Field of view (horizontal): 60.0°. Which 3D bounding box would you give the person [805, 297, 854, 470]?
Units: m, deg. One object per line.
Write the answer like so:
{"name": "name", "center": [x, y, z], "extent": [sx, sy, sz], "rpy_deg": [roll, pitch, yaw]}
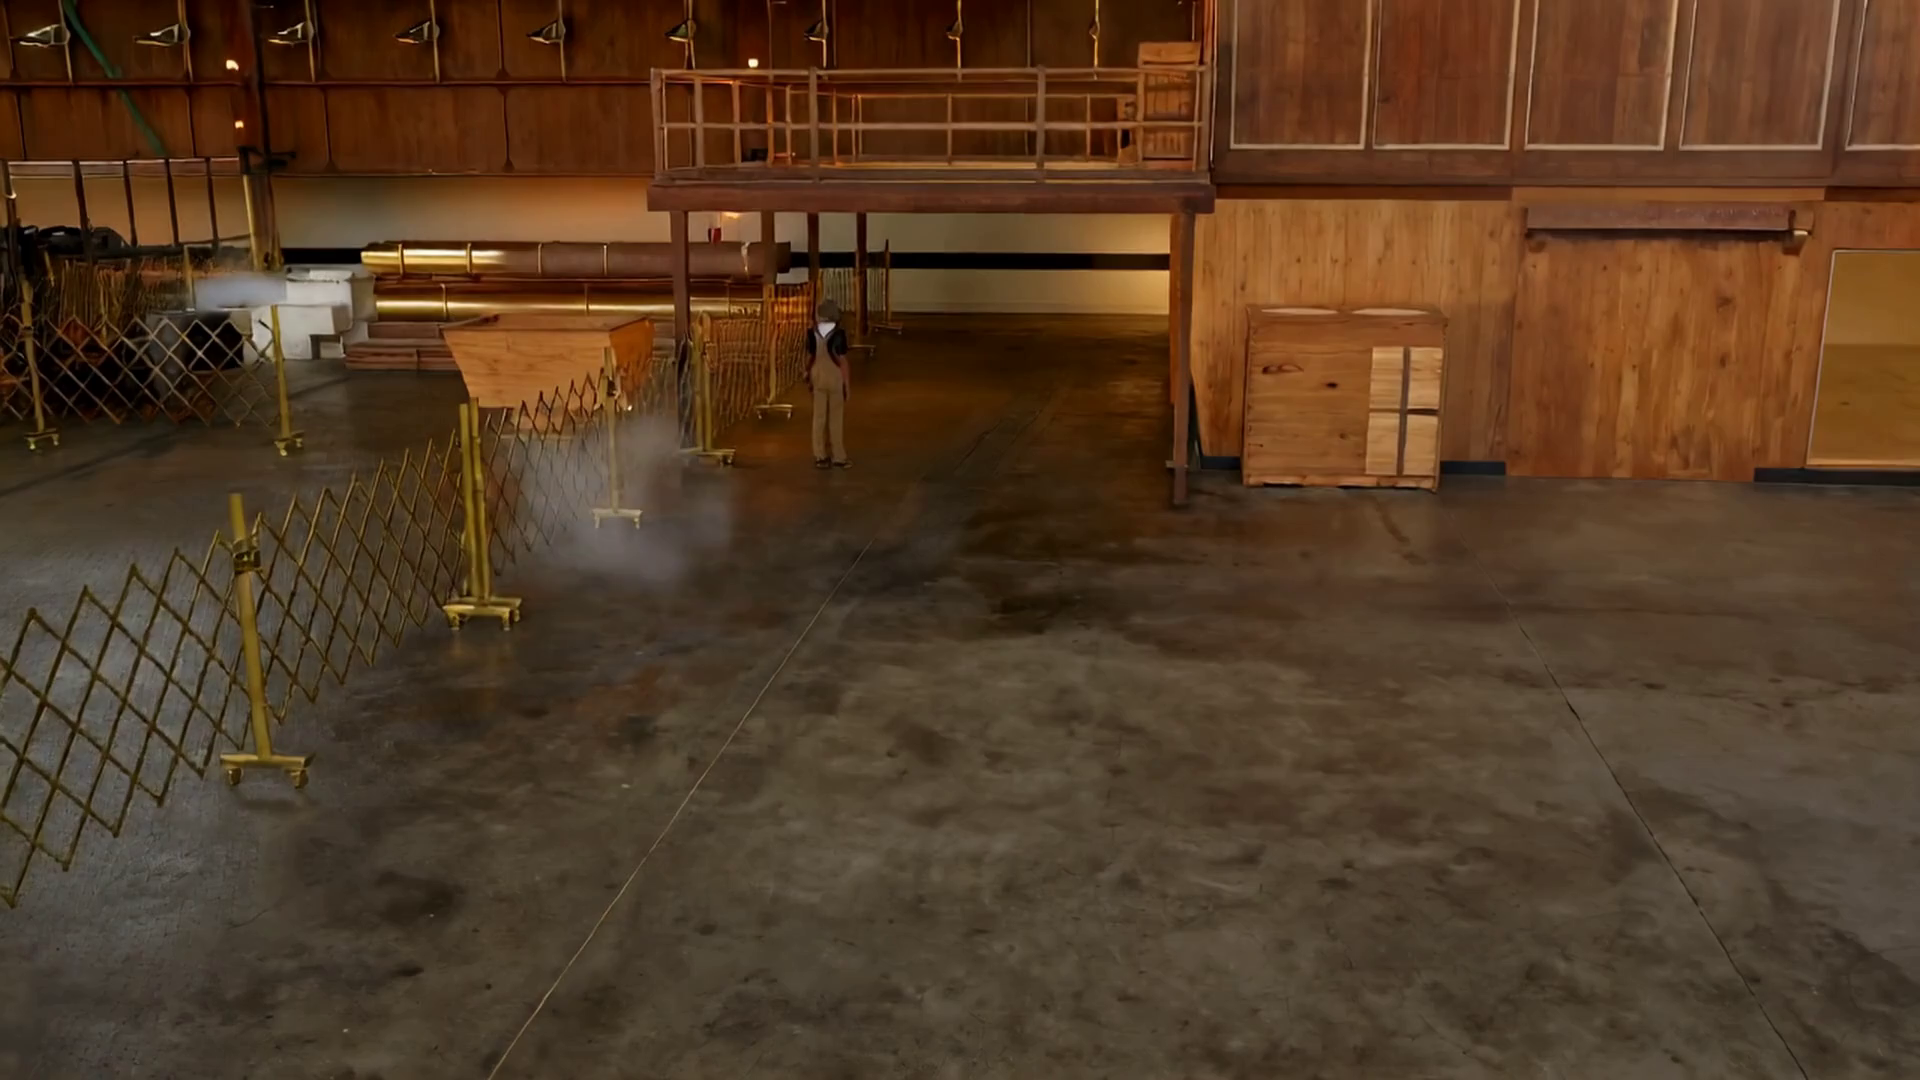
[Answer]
{"name": "person", "center": [-1.403, -1.674, 17.787], "extent": [0.504, 1.847, 0.345], "rpy_deg": [7, 15, 25]}
